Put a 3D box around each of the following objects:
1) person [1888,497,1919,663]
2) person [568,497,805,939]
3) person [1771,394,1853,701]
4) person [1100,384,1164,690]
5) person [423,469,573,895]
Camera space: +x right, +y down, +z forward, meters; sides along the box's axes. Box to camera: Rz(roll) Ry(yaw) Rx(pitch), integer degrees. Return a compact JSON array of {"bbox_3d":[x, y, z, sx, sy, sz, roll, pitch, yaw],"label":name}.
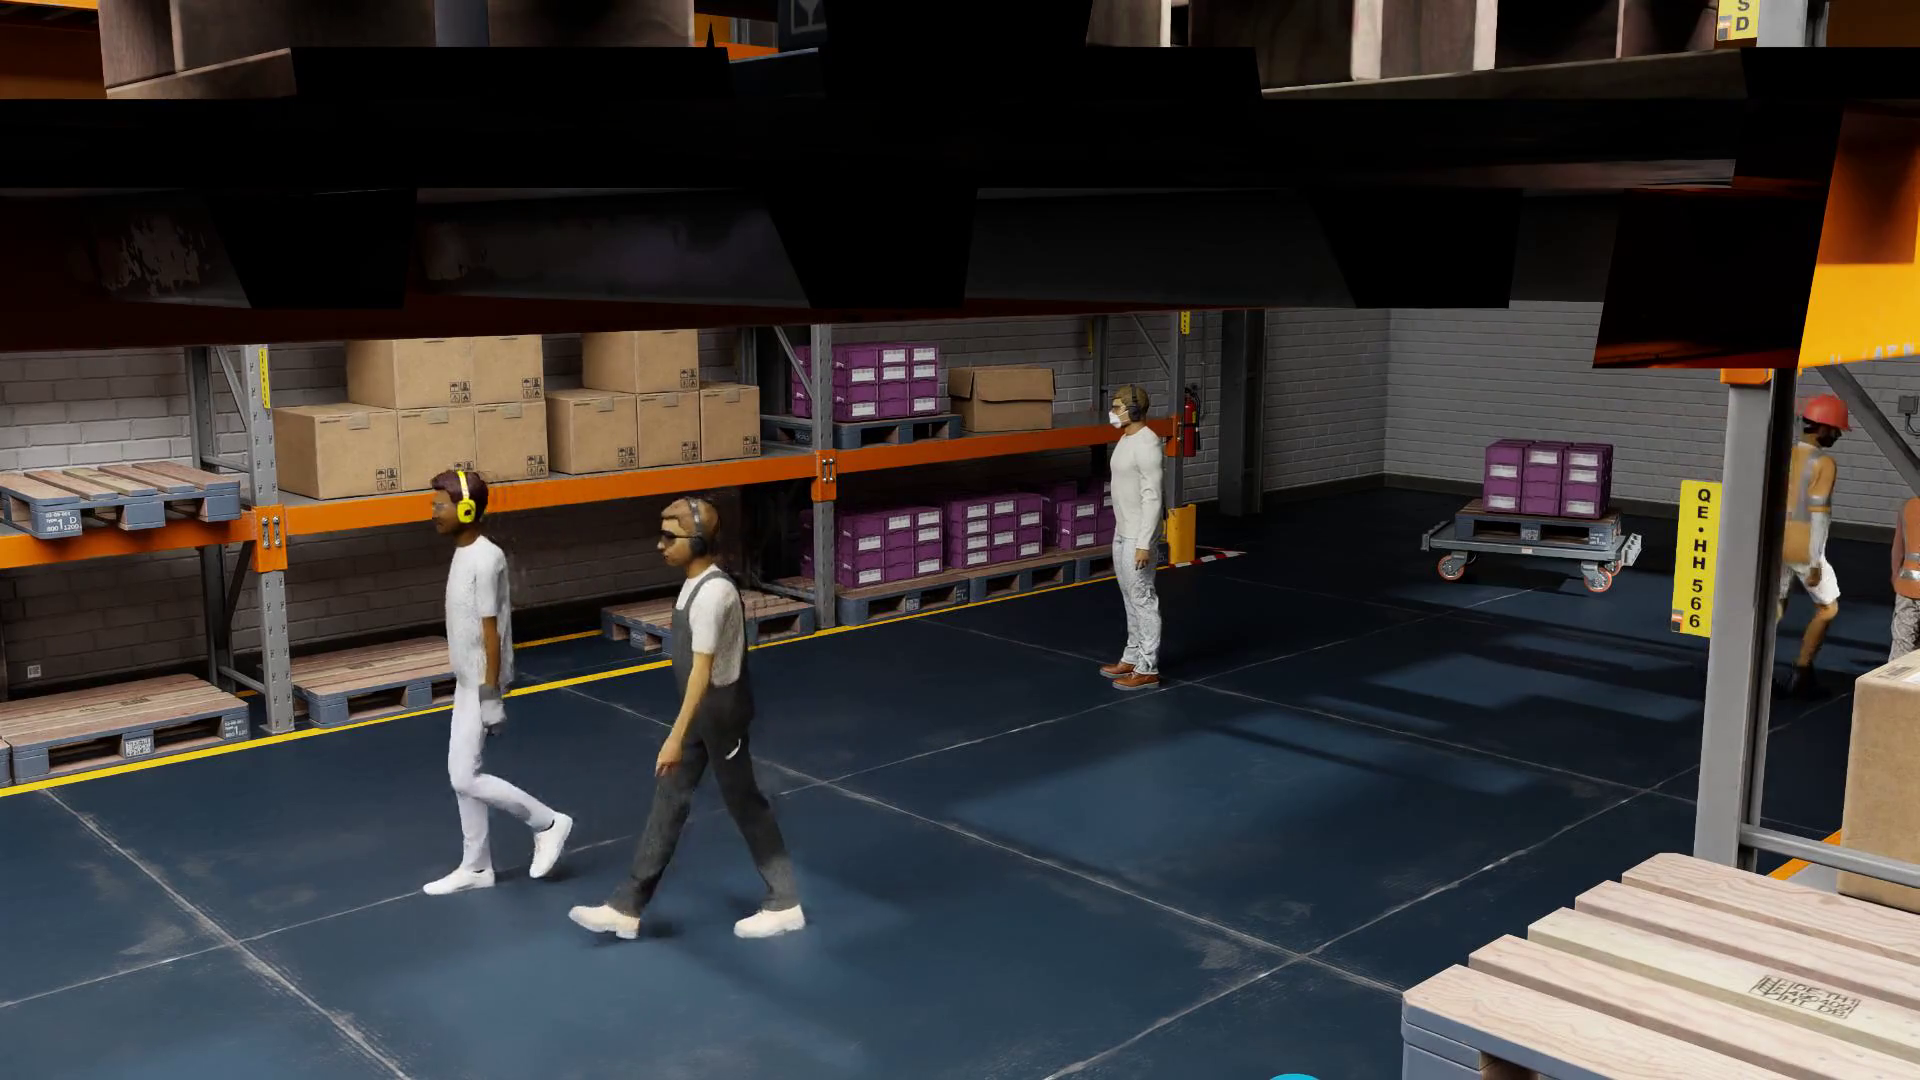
[{"bbox_3d":[5.472,0.327,9.393,0.314,1.641,0.515,-2,10,-14],"label":"person"},{"bbox_3d":[-1.069,0.731,6.566,0.970,1.795,0.535,-4,10,-22],"label":"person"},{"bbox_3d":[5.190,0.057,10.212,0.629,1.898,0.574,-2,10,-14],"label":"person"},{"bbox_3d":[1.111,-0.020,10.551,0.356,1.938,0.633,-1,10,-7],"label":"person"},{"bbox_3d":[-2.026,0.612,7.113,0.533,1.851,0.541,-5,11,-28],"label":"person"}]
